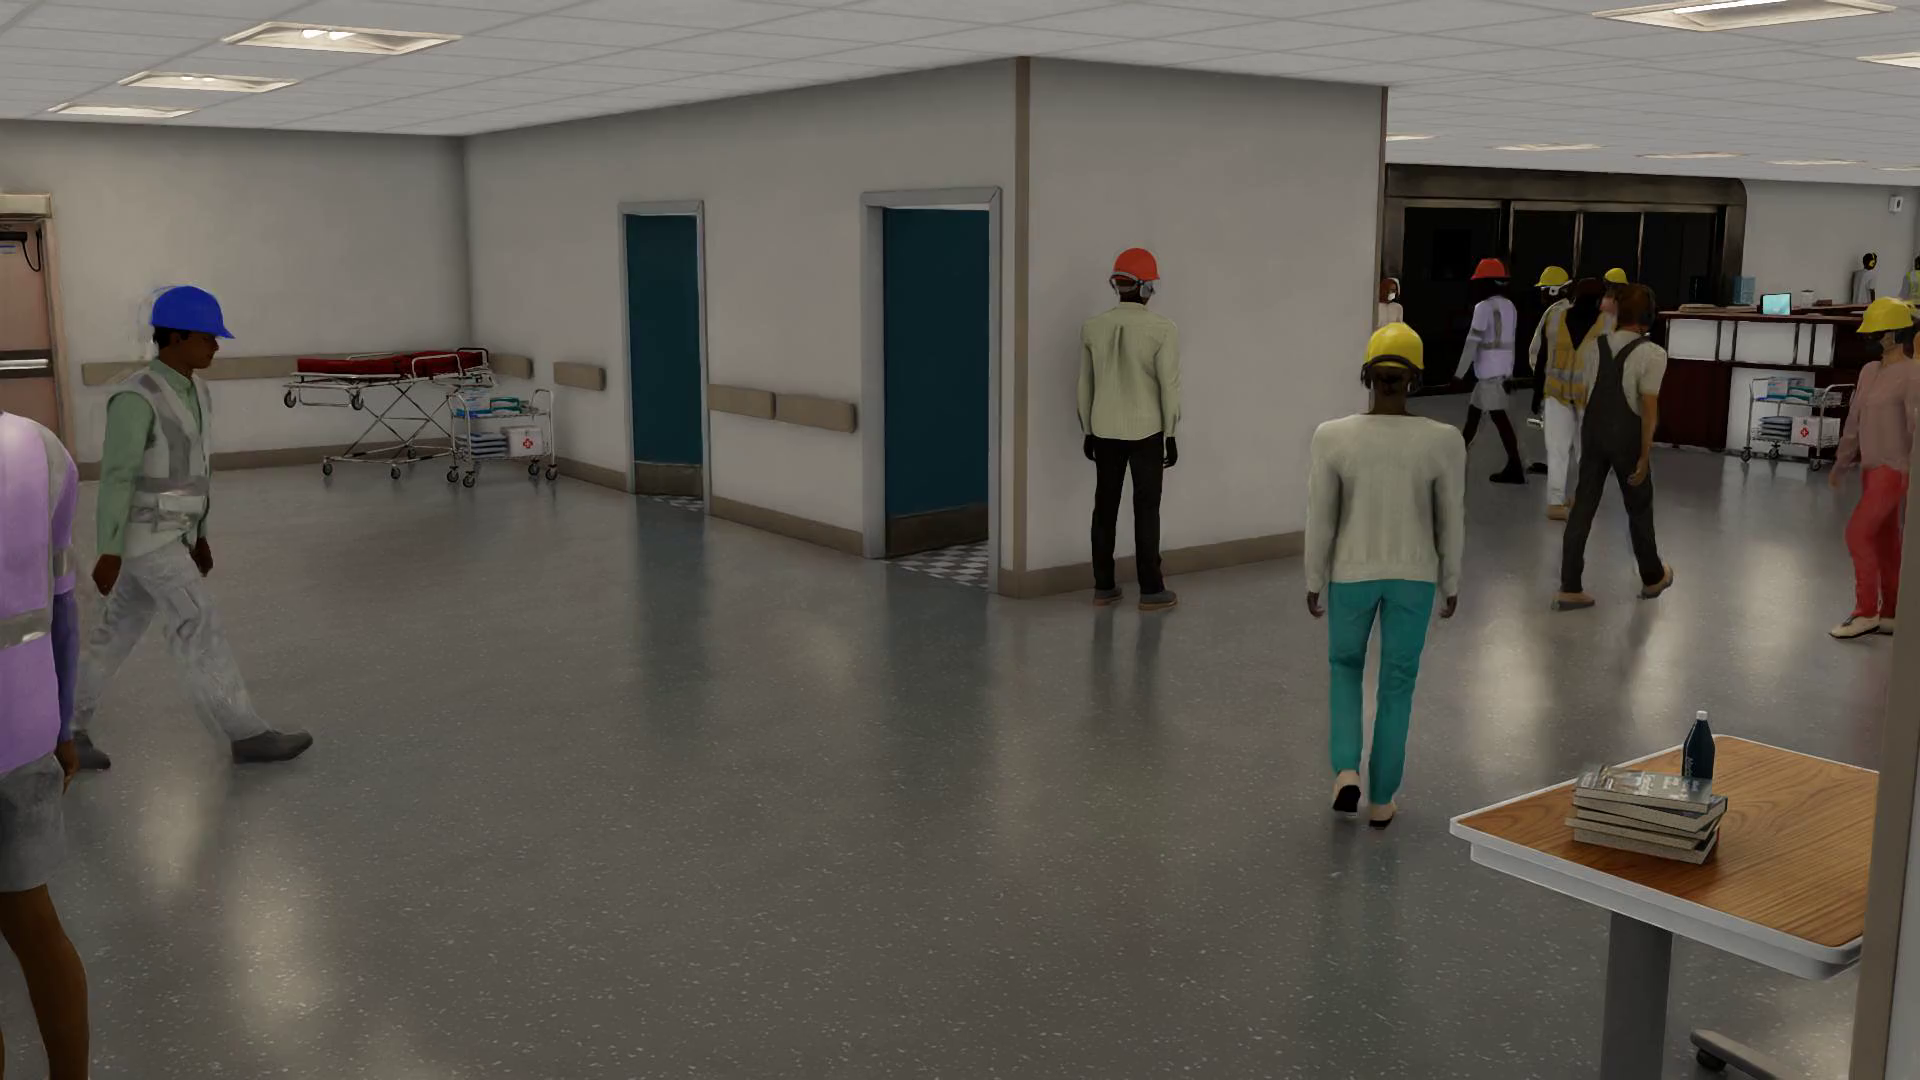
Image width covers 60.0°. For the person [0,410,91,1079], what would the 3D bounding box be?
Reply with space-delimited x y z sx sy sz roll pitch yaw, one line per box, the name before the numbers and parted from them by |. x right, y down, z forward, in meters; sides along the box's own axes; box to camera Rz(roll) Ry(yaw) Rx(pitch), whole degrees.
person | -2.066 0.412 3.418 0.403 2.030 0.612 2 10 8

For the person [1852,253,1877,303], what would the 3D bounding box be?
person | 15.442 -3.971 28.463 0.331 1.857 0.520 -3 11 -17

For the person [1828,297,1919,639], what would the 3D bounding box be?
person | 4.654 -0.360 8.501 0.579 1.743 0.542 1 10 3

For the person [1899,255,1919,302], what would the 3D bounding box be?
person | 15.503 -3.689 26.947 0.629 1.838 0.429 -1 10 -3

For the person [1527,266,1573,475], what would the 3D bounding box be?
person | 5.201 -1.483 14.610 0.403 1.824 0.596 5 11 25

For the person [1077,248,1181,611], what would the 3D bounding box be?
person | 0.945 -0.609 9.221 0.612 1.995 0.392 6 12 32

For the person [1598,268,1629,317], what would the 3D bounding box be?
person | 6.829 -1.973 17.517 0.329 1.765 0.533 -1 10 -6

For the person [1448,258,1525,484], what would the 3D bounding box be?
person | 4.430 -1.442 14.173 0.978 1.882 0.565 8 13 39

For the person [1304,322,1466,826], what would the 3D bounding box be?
person | 1.471 0.127 5.774 0.535 1.753 0.353 3 11 16

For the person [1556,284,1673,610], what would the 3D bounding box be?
person | 3.686 -0.518 9.282 0.957 1.793 0.519 -9 13 -41

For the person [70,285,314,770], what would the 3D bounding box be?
person | -3.106 -0.027 6.350 1.033 1.879 0.598 -2 10 -10

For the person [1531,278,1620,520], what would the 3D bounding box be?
person | 4.605 -1.067 12.425 0.663 1.783 0.923 5 11 28
